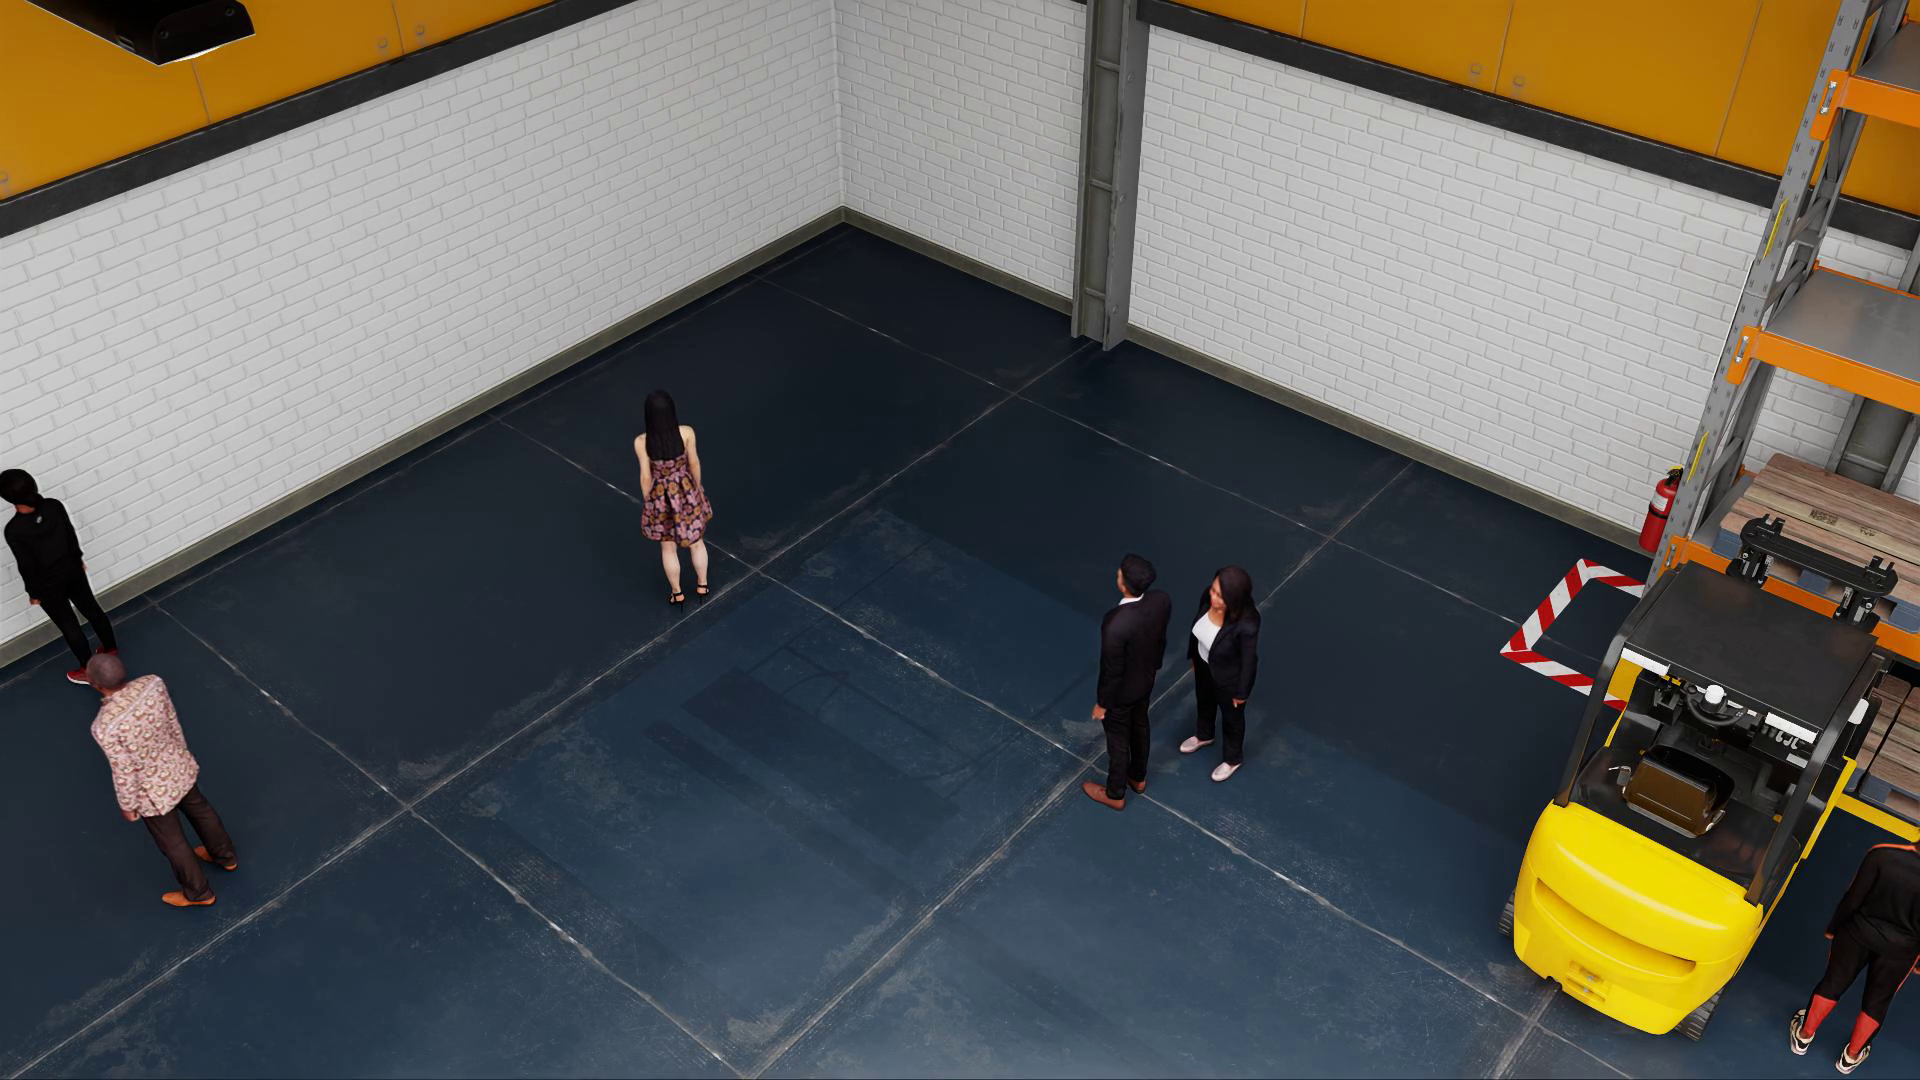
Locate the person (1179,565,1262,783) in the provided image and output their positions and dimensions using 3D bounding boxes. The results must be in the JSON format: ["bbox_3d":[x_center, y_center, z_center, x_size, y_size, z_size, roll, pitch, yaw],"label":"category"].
[{"bbox_3d":[1.601,0.771,10.066,0.757,1.612,0.646,-24,44,-27],"label":"person"}]

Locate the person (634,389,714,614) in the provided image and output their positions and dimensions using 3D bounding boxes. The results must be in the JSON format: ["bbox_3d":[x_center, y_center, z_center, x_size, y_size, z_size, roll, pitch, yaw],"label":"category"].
[{"bbox_3d":[-1.933,-0.262,11.230,0.791,1.773,0.829,-13,40,-16],"label":"person"}]

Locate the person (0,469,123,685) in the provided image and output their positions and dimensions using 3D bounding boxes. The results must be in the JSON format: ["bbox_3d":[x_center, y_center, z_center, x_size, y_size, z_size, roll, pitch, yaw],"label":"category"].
[{"bbox_3d":[-5.803,0.231,10.692,0.599,1.674,0.647,16,41,19],"label":"person"}]

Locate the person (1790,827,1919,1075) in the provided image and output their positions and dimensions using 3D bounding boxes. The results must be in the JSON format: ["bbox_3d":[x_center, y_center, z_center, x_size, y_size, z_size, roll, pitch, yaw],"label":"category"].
[{"bbox_3d":[4.630,2.003,8.366,0.492,1.807,0.709,23,44,26],"label":"person"}]

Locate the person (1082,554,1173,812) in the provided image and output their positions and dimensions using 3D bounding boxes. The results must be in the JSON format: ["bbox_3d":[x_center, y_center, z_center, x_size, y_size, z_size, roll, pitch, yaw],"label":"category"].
[{"bbox_3d":[0.991,0.836,9.766,0.562,1.884,0.709,31,48,33],"label":"person"}]

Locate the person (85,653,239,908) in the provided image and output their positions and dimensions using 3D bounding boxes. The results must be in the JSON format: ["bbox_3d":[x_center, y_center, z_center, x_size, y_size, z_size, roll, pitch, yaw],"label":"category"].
[{"bbox_3d":[-4.442,1.322,9.219,0.753,1.807,0.777,9,39,11],"label":"person"}]
